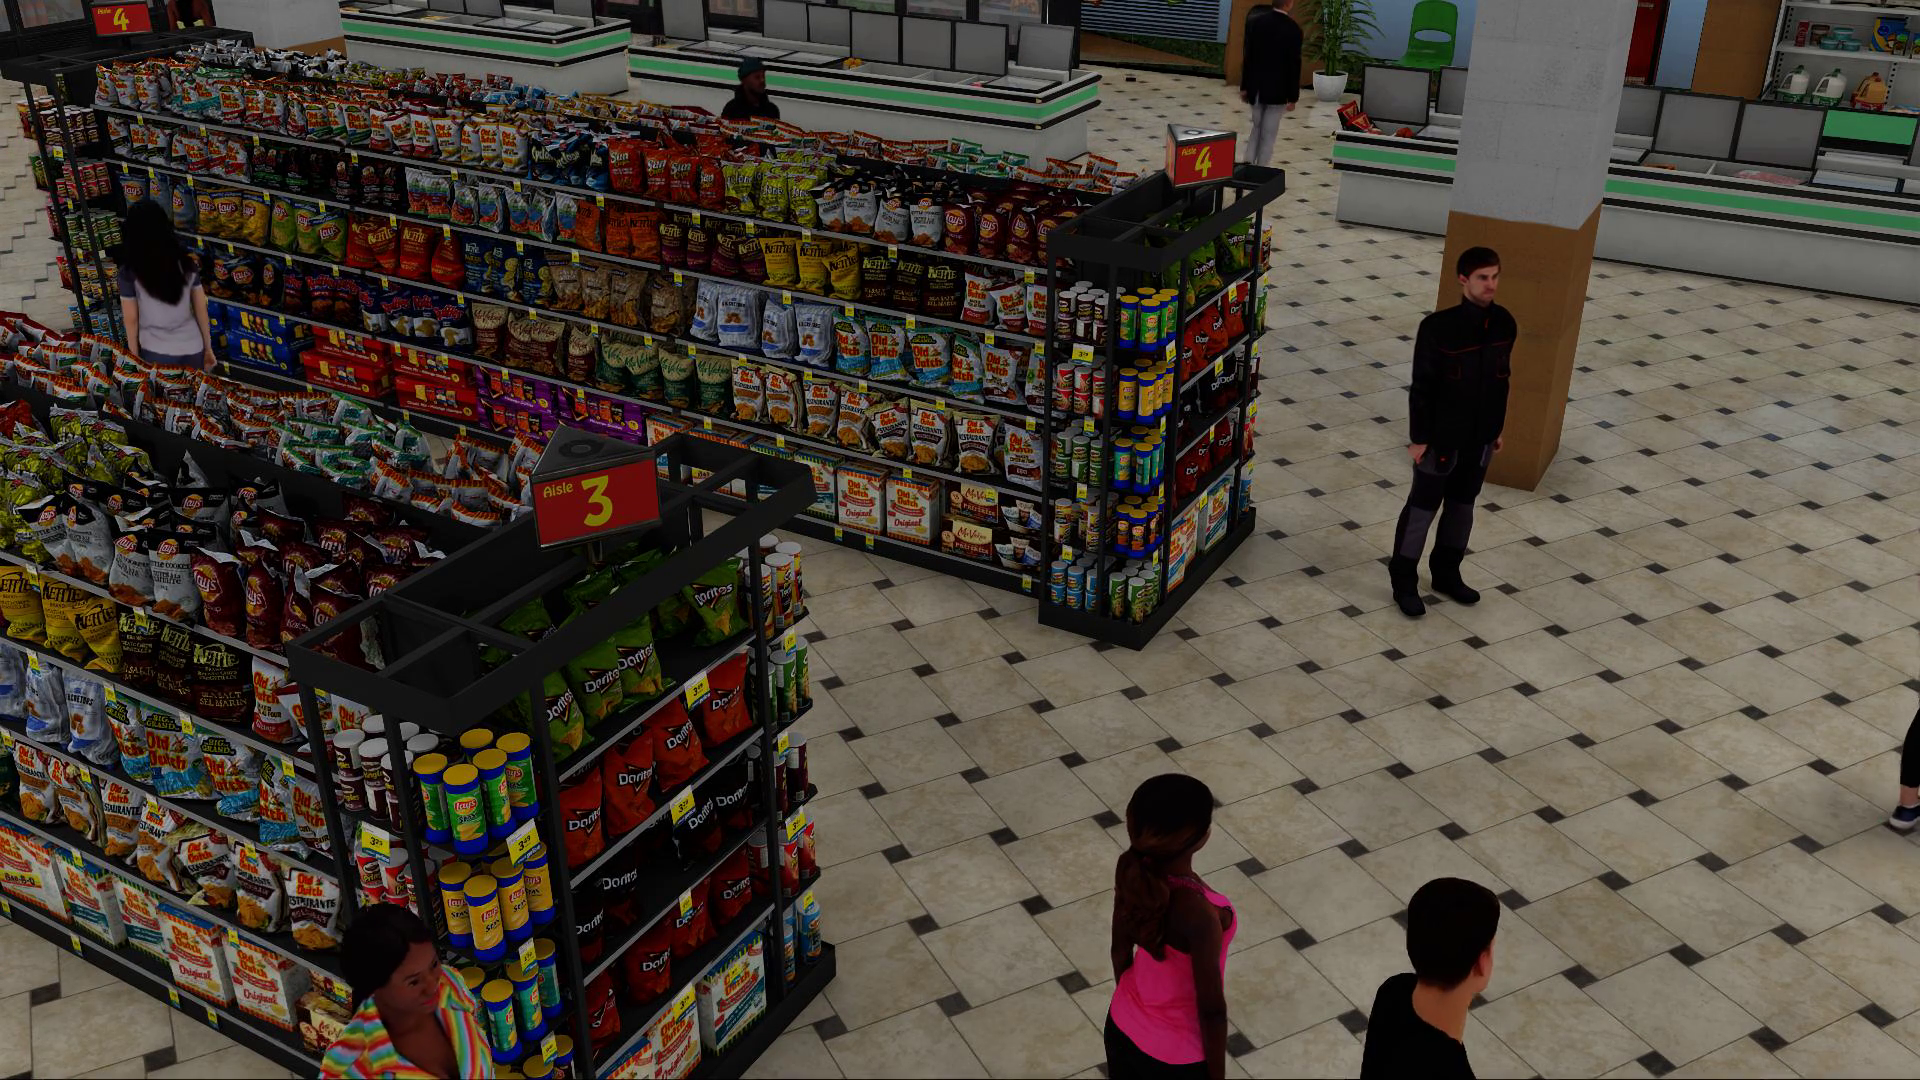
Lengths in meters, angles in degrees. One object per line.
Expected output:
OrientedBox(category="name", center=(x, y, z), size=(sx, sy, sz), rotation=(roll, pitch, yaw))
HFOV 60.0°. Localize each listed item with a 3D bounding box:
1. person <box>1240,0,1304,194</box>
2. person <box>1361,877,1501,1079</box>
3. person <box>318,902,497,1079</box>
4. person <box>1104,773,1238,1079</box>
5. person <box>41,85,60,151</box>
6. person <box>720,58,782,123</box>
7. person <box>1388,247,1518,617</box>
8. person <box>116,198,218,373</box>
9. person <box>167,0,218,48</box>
OrientedBox(category="person", center=(2.712, -4.009, 14.834), size=(0.694, 1.931, 0.825), rotation=(18, 32, 32))
OrientedBox(category="person", center=(0.934, 1.612, 3.870), size=(1.180, 1.822, 0.965), rotation=(3, 27, 6))
OrientedBox(category="person", center=(-1.339, 1.569, 4.020), size=(1.147, 1.763, 0.724), rotation=(9, 28, 17))
OrientedBox(category="person", center=(0.536, 1.356, 4.484), size=(0.702, 1.723, 0.614), rotation=(-17, 31, -30))
OrientedBox(category="person", center=(-7.463, -3.163, 13.923), size=(0.862, 1.245, 0.928), rotation=(-7, 28, -13))
OrientedBox(category="person", center=(-1.586, -2.652, 12.304), size=(0.763, 1.800, 0.759), rotation=(24, 35, 38))
OrientedBox(category="person", center=(2.395, -0.524, 8.066), size=(0.793, 1.838, 0.809), rotation=(-11, 29, -20))
OrientedBox(category="person", center=(-4.334, -1.013, 9.207), size=(1.076, 1.677, 0.666), rotation=(19, 32, 32))
OrientedBox(category="person", center=(-7.540, -4.740, 16.472), size=(0.632, 1.753, 0.701), rotation=(-6, 27, -11))
